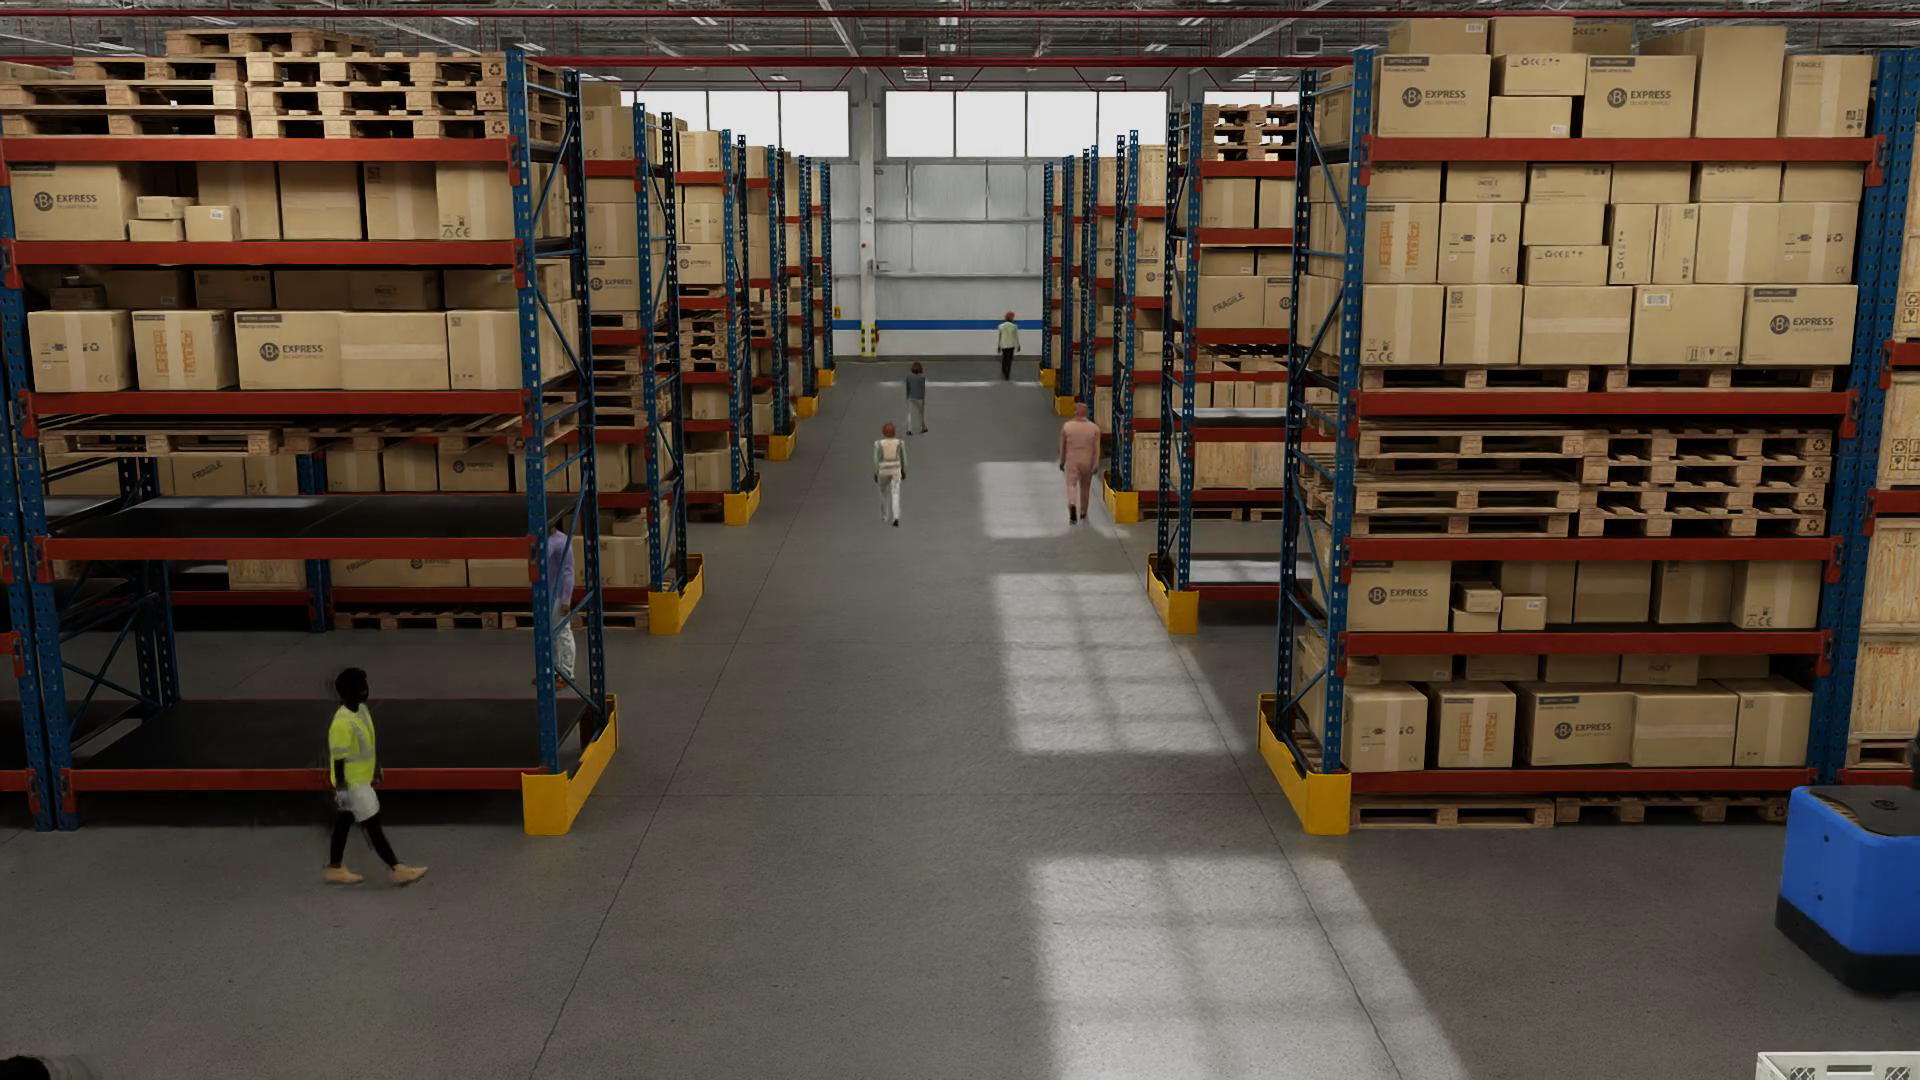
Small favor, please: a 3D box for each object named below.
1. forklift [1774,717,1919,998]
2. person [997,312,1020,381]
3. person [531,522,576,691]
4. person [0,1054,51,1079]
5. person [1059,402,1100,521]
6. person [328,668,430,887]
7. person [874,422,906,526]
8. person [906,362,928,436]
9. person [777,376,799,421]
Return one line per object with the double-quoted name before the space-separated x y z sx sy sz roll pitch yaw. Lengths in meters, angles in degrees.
"forklift" 6.514 1.413 10.696 1.873 2.768 1.129 0 11 -1
"person" 1.410 -5.529 47.423 0.622 1.945 0.846 5 13 25
"person" -4.196 0.589 17.142 0.379 1.933 0.629 -11 16 -43
"person" -3.584 2.838 6.657 0.736 1.676 0.539 0 11 0
"person" 1.889 -1.233 26.297 0.647 1.889 0.763 1 11 3
"person" -4.283 1.735 12.110 0.819 1.655 0.553 -1 11 -6
"person" -1.088 -1.039 26.031 0.528 1.603 0.829 -2 12 -10
"person" -0.957 -3.069 36.125 0.507 1.583 0.883 5 13 25
"person" -4.144 -3.536 37.930 0.907 1.813 0.630 -3 12 -14
